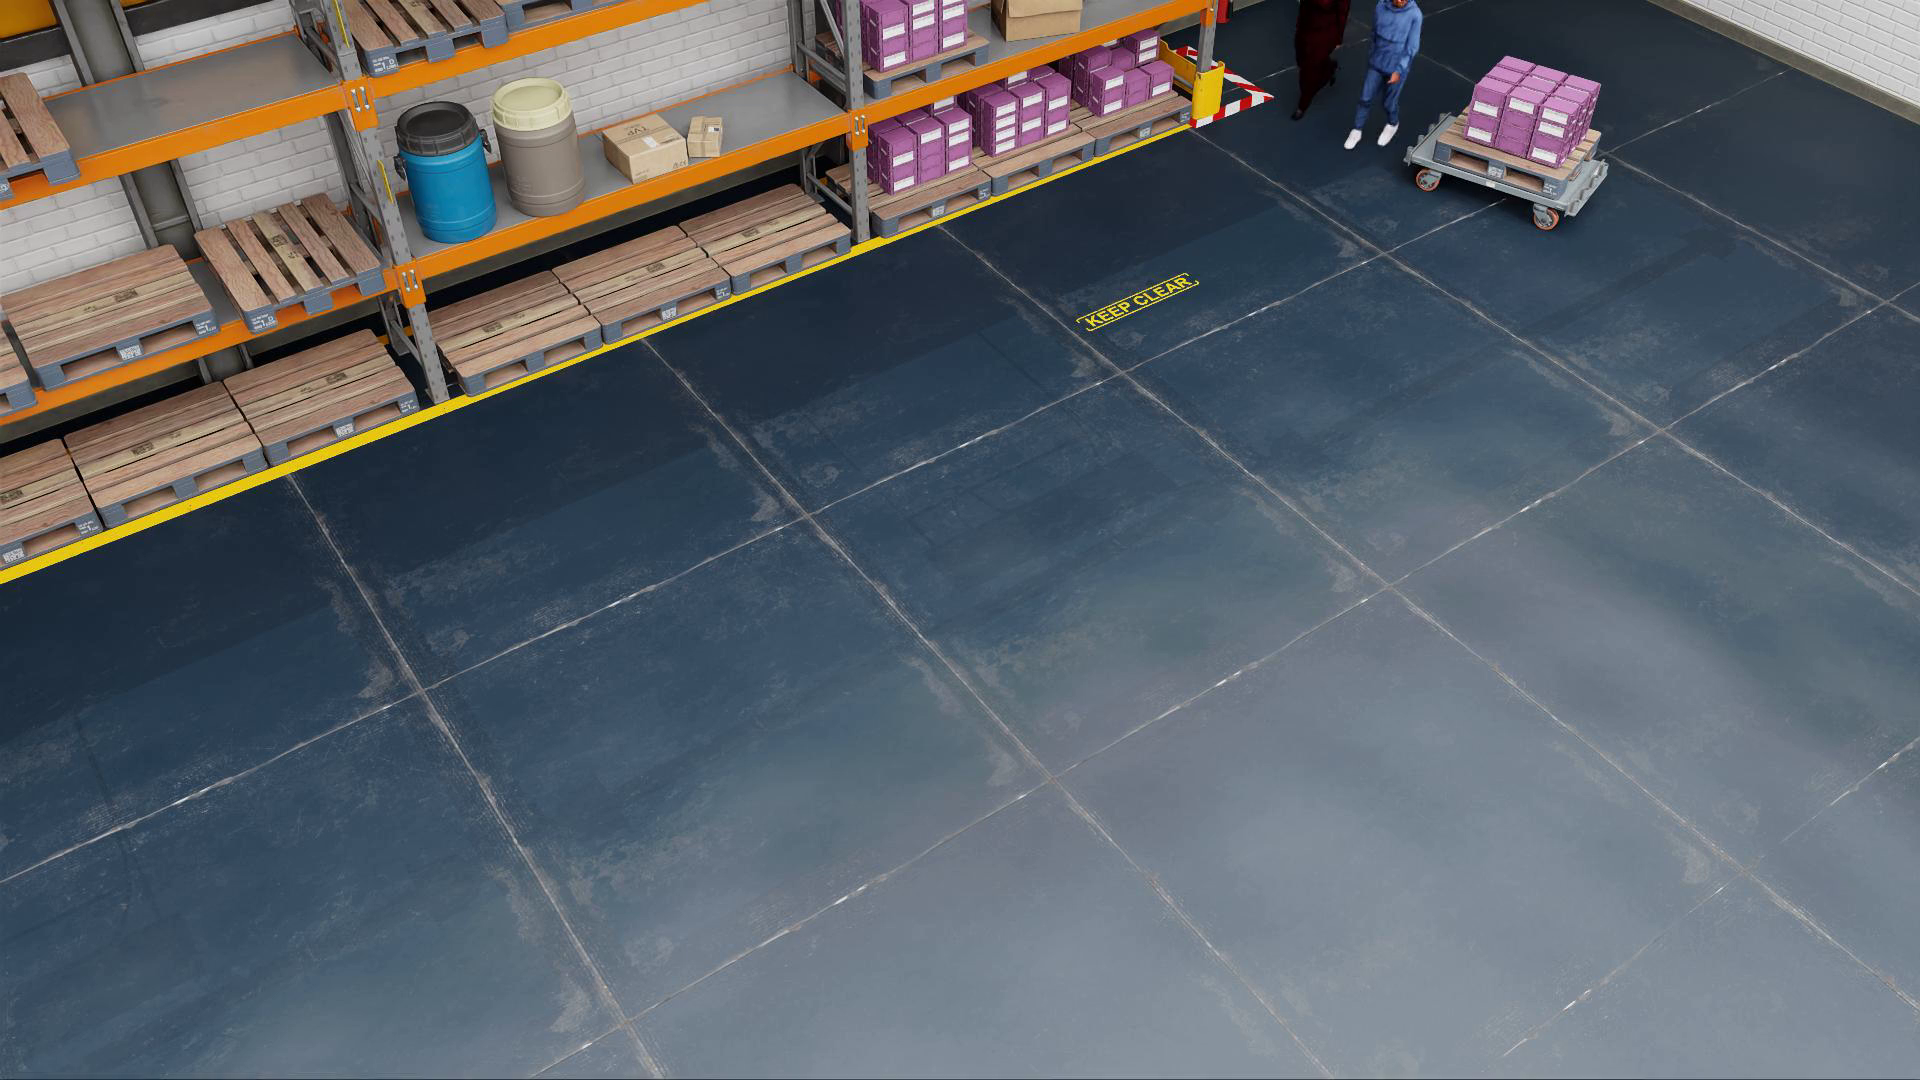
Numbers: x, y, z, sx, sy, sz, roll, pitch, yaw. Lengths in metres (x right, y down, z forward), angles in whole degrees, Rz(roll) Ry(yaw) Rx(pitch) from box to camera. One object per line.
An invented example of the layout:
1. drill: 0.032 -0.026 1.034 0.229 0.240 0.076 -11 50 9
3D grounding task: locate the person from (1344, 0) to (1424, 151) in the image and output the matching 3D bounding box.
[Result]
1. person: 4.063 -4.494 15.558 0.914 1.793 0.813 -35 53 -31

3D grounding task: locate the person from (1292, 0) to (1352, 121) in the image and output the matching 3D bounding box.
1. person: 3.519 -4.911 16.054 0.965 1.713 0.712 -29 51 -27
